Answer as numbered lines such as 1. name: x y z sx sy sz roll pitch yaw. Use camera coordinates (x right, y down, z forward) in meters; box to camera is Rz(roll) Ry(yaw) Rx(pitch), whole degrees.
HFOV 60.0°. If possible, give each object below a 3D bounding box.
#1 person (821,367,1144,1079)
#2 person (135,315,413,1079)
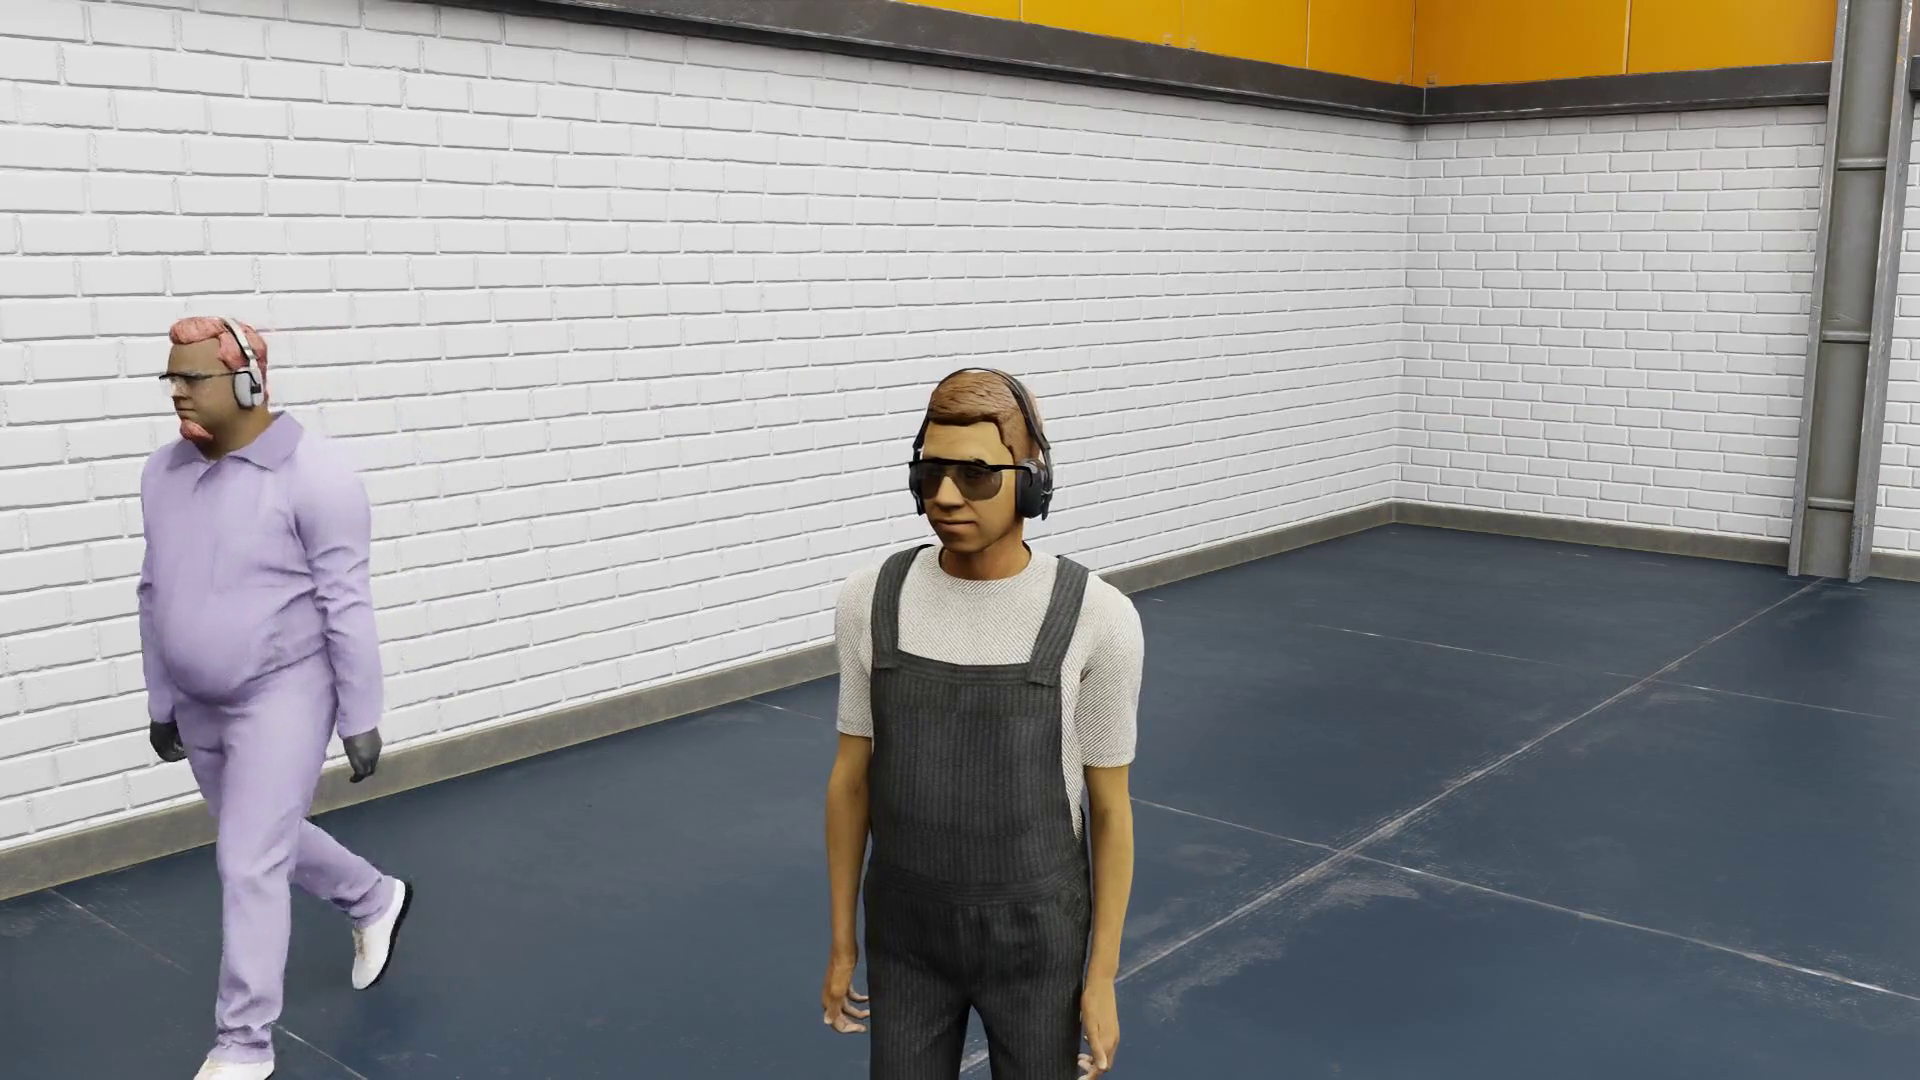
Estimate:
1. person: 0.024 0.651 2.629 0.508 1.846 0.345 3 10 15
2. person: -1.703 0.375 4.137 0.652 1.877 0.872 4 11 24
